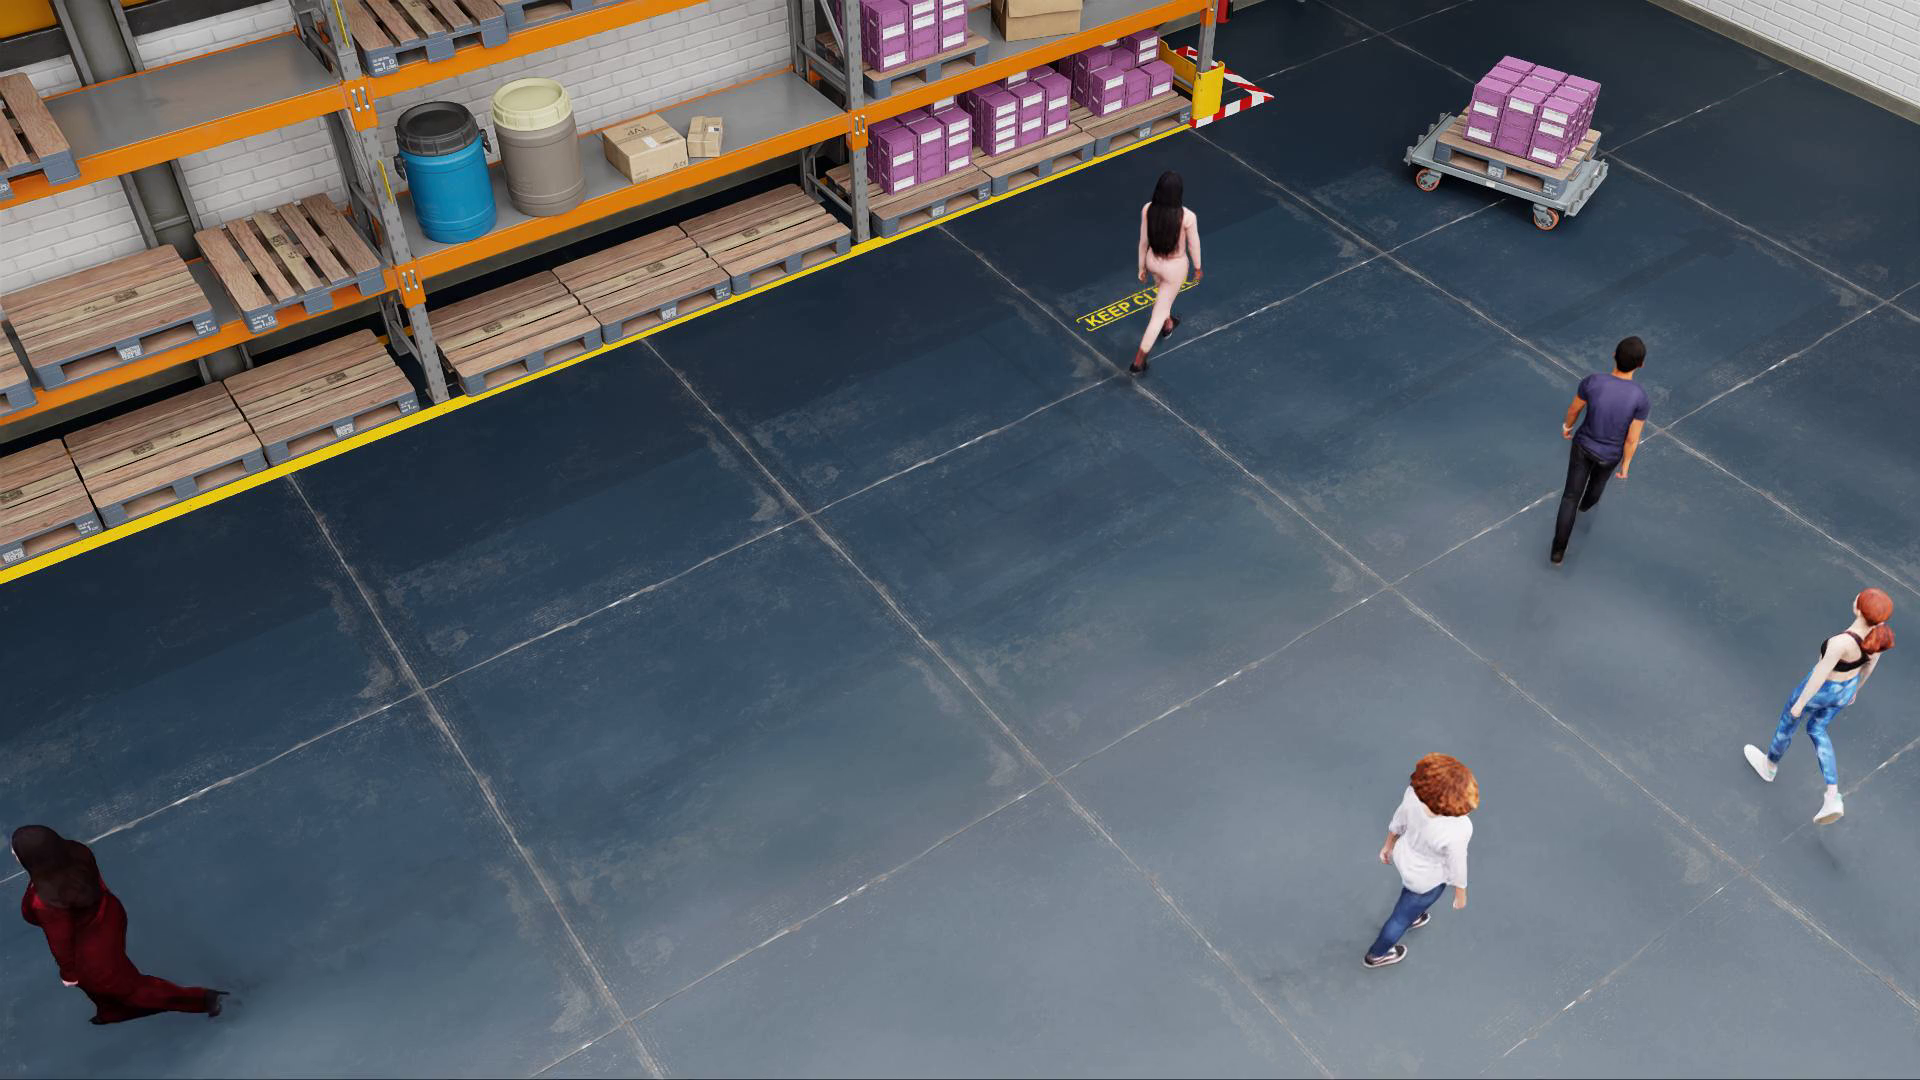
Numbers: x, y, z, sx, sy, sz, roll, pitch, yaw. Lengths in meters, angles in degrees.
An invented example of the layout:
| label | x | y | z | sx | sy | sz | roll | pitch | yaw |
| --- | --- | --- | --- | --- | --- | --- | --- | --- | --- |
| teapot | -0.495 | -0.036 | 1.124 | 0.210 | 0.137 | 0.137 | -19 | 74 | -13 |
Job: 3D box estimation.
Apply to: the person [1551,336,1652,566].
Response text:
| label | x | y | z | sx | sy | sz | roll | pitch | yaw |
| --- | --- | --- | --- | --- | --- | --- | --- | --- | --- |
| person | 4.360 | -0.567 | 11.474 | 0.998 | 1.740 | 1.212 | 20 | 47 | 20 |

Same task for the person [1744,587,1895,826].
| label | x | y | z | sx | sy | sz | roll | pitch | yaw |
| --- | --- | --- | --- | --- | --- | --- | --- | --- | --- |
| person | 5.152 | 0.992 | 9.818 | 1.022 | 1.768 | 0.866 | -11 | 45 | -11 |

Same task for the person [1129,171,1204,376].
| label | x | y | z | sx | sy | sz | roll | pitch | yaw |
| --- | --- | --- | --- | --- | --- | --- | --- | --- | --- |
| person | 1.584 | -2.063 | 13.087 | 0.897 | 1.682 | 1.229 | 25 | 49 | 24 |

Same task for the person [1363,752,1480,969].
| label | x | y | z | sx | sy | sz | roll | pitch | yaw |
| --- | --- | --- | --- | --- | --- | --- | --- | --- | --- |
| person | 2.428 | 1.792 | 9.032 | 0.834 | 1.693 | 0.765 | -12 | 45 | -13 |

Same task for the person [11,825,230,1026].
| label | x | y | z | sx | sy | sz | roll | pitch | yaw |
| --- | --- | --- | --- | --- | --- | --- | --- | --- | --- |
| person | -4.438 | 2.076 | 8.706 | 1.130 | 1.732 | 0.901 | -11 | 45 | -11 |
